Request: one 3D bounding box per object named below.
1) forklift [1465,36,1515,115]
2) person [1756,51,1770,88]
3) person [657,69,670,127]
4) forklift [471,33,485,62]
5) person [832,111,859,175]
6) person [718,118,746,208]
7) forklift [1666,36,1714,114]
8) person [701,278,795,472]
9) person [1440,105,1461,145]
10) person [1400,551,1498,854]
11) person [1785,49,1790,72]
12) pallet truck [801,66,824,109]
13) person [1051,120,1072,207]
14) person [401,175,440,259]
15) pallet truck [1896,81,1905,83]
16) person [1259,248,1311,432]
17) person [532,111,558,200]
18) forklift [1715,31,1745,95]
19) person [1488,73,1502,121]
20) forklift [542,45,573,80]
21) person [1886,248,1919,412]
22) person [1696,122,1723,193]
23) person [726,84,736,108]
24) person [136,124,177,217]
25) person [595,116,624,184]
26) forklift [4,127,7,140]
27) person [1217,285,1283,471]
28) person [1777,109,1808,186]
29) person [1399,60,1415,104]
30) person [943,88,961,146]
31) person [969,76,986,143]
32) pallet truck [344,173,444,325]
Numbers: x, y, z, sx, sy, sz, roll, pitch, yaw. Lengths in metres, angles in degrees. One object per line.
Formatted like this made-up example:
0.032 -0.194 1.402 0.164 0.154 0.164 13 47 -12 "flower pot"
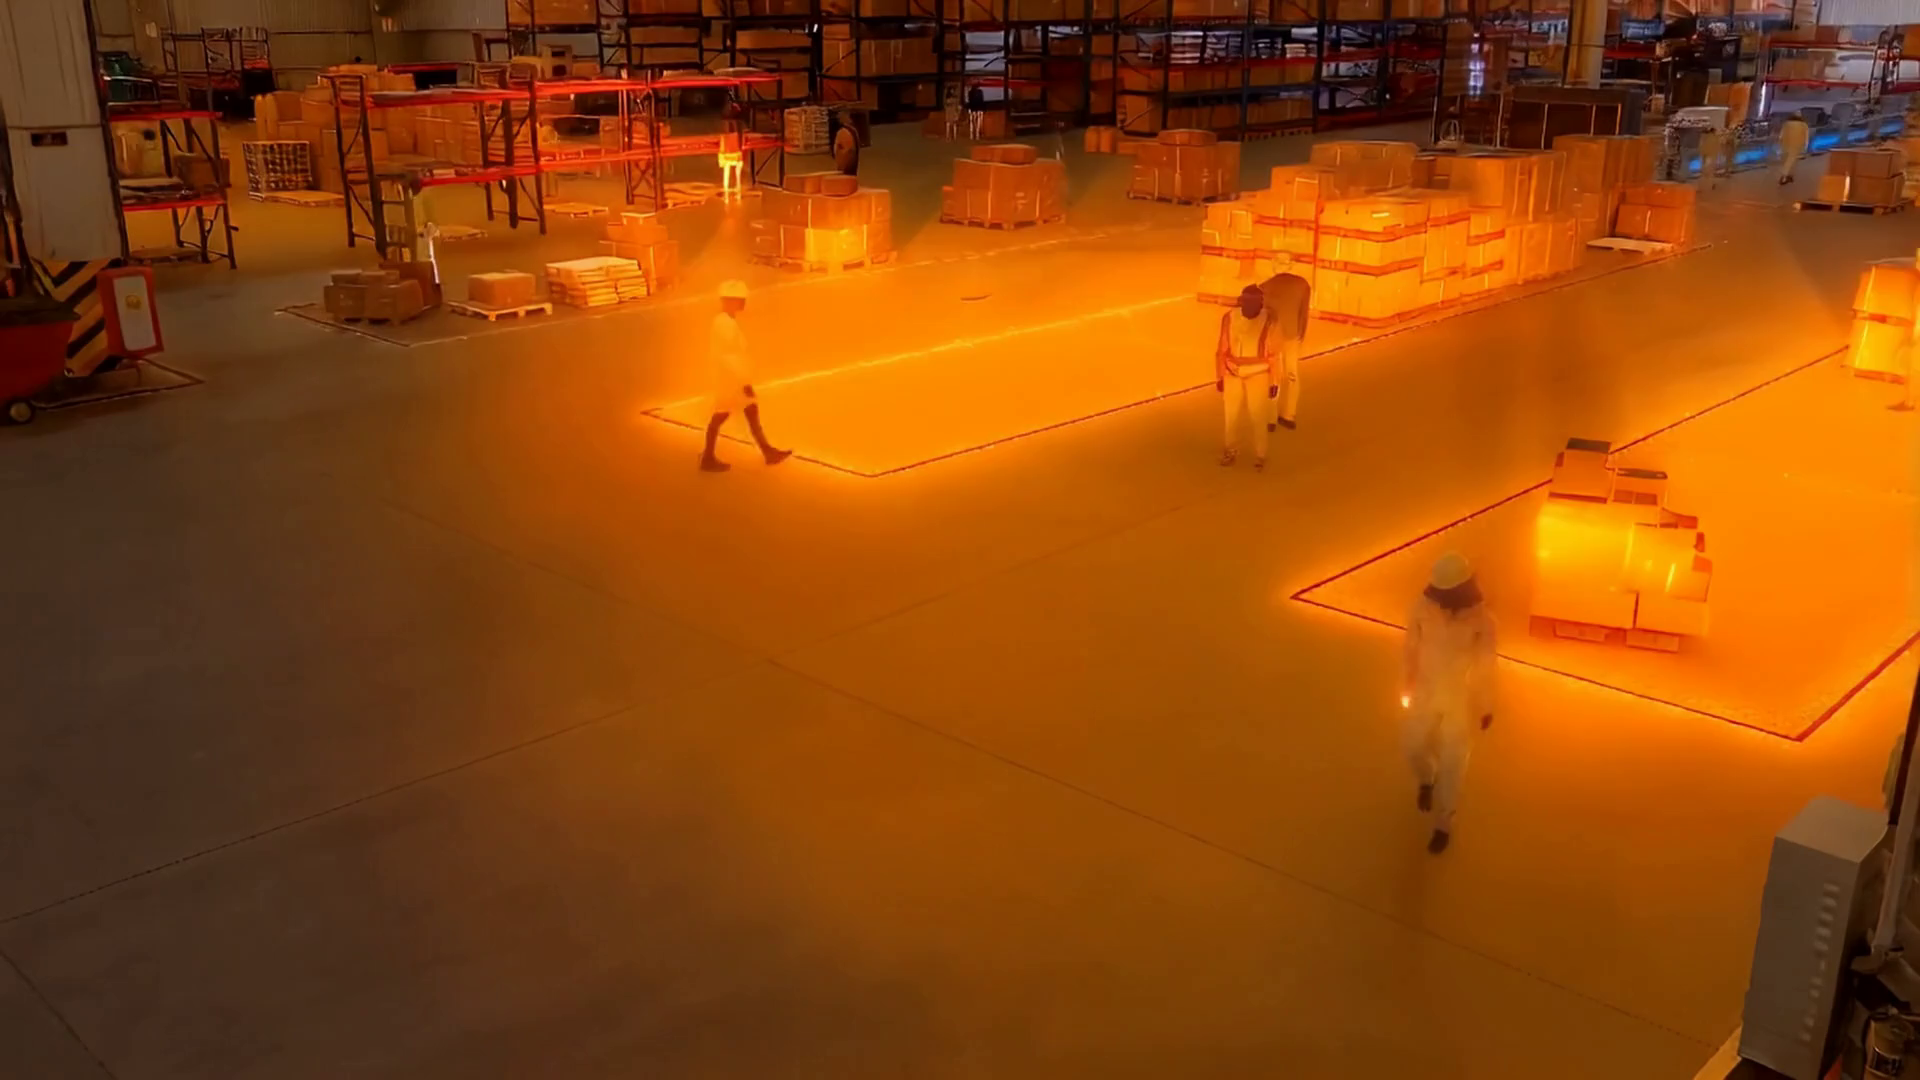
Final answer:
19.973 -17.201 61.605 1.873 2.768 1.129 16 24 40 "forklift"
37.784 -22.127 78.257 0.545 1.724 0.890 15 24 38 "person"
-10.095 -15.028 56.580 0.589 1.912 0.390 14 23 36 "person"
-18.948 -18.572 65.737 1.873 2.768 1.129 -7 19 -19 "forklift"
-2.495 -8.198 35.793 0.537 2.000 0.682 9 20 26 "person"
-4.881 -8.069 35.654 0.574 1.882 0.358 -5 19 -14 "person"
27.341 -17.291 61.877 1.129 2.768 1.873 17 25 41 "forklift"
-2.102 -1.577 16.076 0.974 1.890 0.555 1 18 3 "person"
11.462 -9.158 38.850 0.368 1.933 0.553 -10 21 -27 "person"
2.647 0.841 9.045 0.506 1.724 0.521 10 21 27 "person"
41.423 -23.973 83.507 1.052 1.940 0.636 16 24 40 "person"
-4.812 -15.182 56.903 0.823 1.965 1.885 -9 21 -26 "pallet truck"
2.203 -8.052 35.653 0.653 1.846 0.550 3 19 9 "person"
-8.381 -4.698 25.606 0.656 1.809 0.817 12 22 31 "person"
34.802 -16.331 61.455 0.653 1.274 1.630 17 25 41 "pallet truck"
3.392 -2.110 17.612 0.630 1.938 0.366 -8 20 -22 "person"
-9.222 -8.547 37.004 0.635 1.937 0.352 8 20 23 "person"
31.998 -19.792 69.413 1.129 2.768 1.873 17 25 41 "forklift"
18.934 -15.699 58.947 0.542 1.686 0.389 -10 21 -29 "person"
-12.559 -14.128 52.346 1.873 2.768 1.129 17 25 41 "forklift"
10.566 -2.312 18.352 0.382 1.855 0.530 6 19 16 "person"
17.303 -8.815 38.314 0.501 1.615 0.652 16 24 40 "person"
-7.298 -13.622 52.774 0.494 1.624 0.537 1 18 2 "person"
-16.555 -7.579 34.187 0.995 1.870 0.616 17 25 41 "person"
-8.490 -9.470 40.308 0.810 1.605 0.527 -9 20 -25 "person"
-29.475 -13.794 51.341 1.129 2.768 1.873 17 25 41 "forklift"
2.797 -1.574 16.190 0.636 1.831 0.432 10 21 28 "person"
19.891 -9.384 39.789 0.960 1.787 0.593 -14 23 -37 "person"
17.267 -17.541 64.159 0.874 1.915 0.552 -17 25 -42 "person"
-0.242 -12.667 49.796 0.539 1.696 0.317 2 18 6 "person"
0.539 -13.130 50.723 0.381 1.994 0.622 -16 24 -39 "person"
-8.209 -4.181 23.757 0.823 1.965 1.885 3 19 9 "pallet truck"
